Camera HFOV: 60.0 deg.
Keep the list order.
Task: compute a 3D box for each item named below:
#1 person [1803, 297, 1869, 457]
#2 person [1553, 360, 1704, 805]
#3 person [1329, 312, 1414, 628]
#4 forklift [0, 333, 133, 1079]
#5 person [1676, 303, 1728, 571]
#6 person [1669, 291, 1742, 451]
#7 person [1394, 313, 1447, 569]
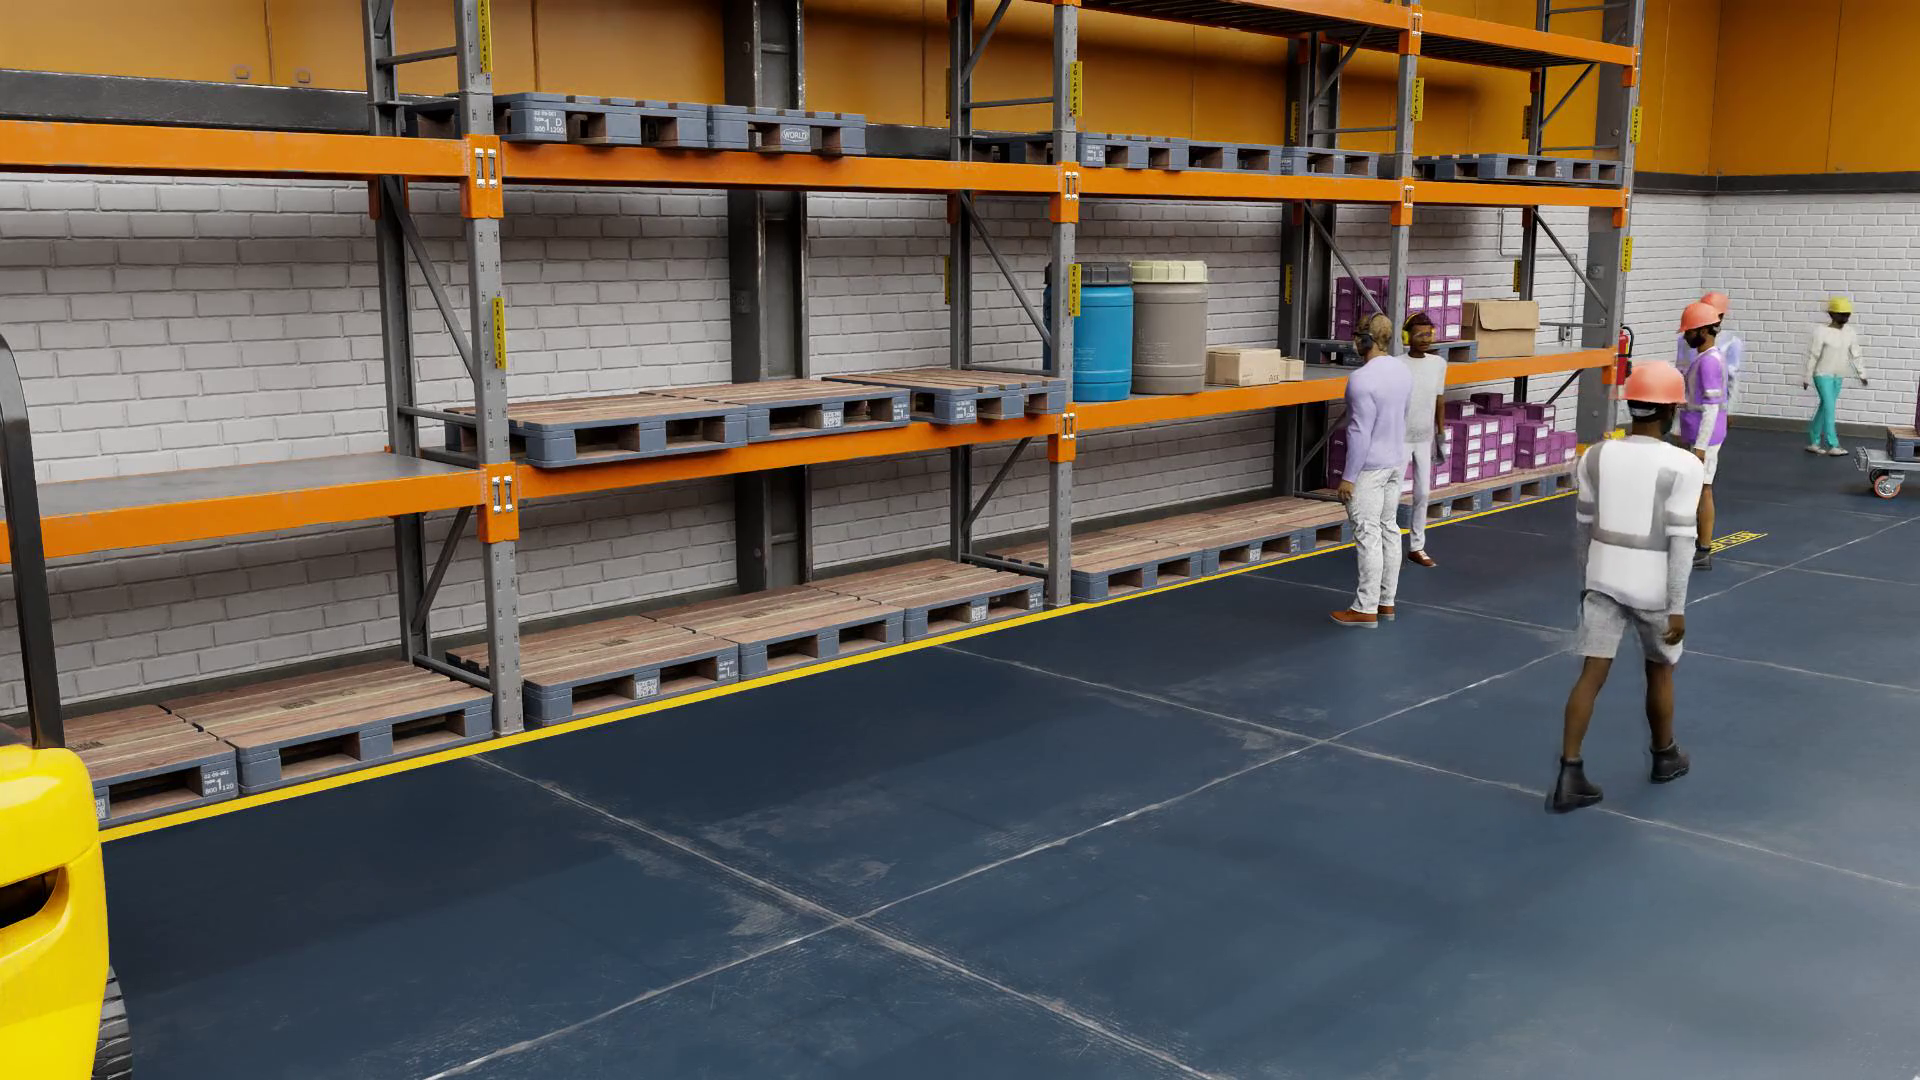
[{"bbox_3d":[9.551,-1.761,18.101,0.541,1.730,0.852,-3,11,-17],"label":"person"},{"bbox_3d":[2.864,0.180,7.094,0.986,1.889,0.562,-9,14,-41],"label":"person"},{"bbox_3d":[2.536,-0.428,10.257,0.371,1.941,0.627,9,14,41],"label":"person"},{"bbox_3d":[-3.289,0.485,4.582,1.214,2.155,2.313,-10,14,-44],"label":"forklift"},{"bbox_3d":[5.309,-0.739,11.985,0.388,1.926,0.546,4,11,23],"label":"person"},{"bbox_3d":[6.445,-1.189,14.429,0.578,1.926,0.400,10,14,44],"label":"person"},{"bbox_3d":[3.279,-0.715,12.047,0.531,1.860,0.328,-3,11,-14],"label":"person"}]
